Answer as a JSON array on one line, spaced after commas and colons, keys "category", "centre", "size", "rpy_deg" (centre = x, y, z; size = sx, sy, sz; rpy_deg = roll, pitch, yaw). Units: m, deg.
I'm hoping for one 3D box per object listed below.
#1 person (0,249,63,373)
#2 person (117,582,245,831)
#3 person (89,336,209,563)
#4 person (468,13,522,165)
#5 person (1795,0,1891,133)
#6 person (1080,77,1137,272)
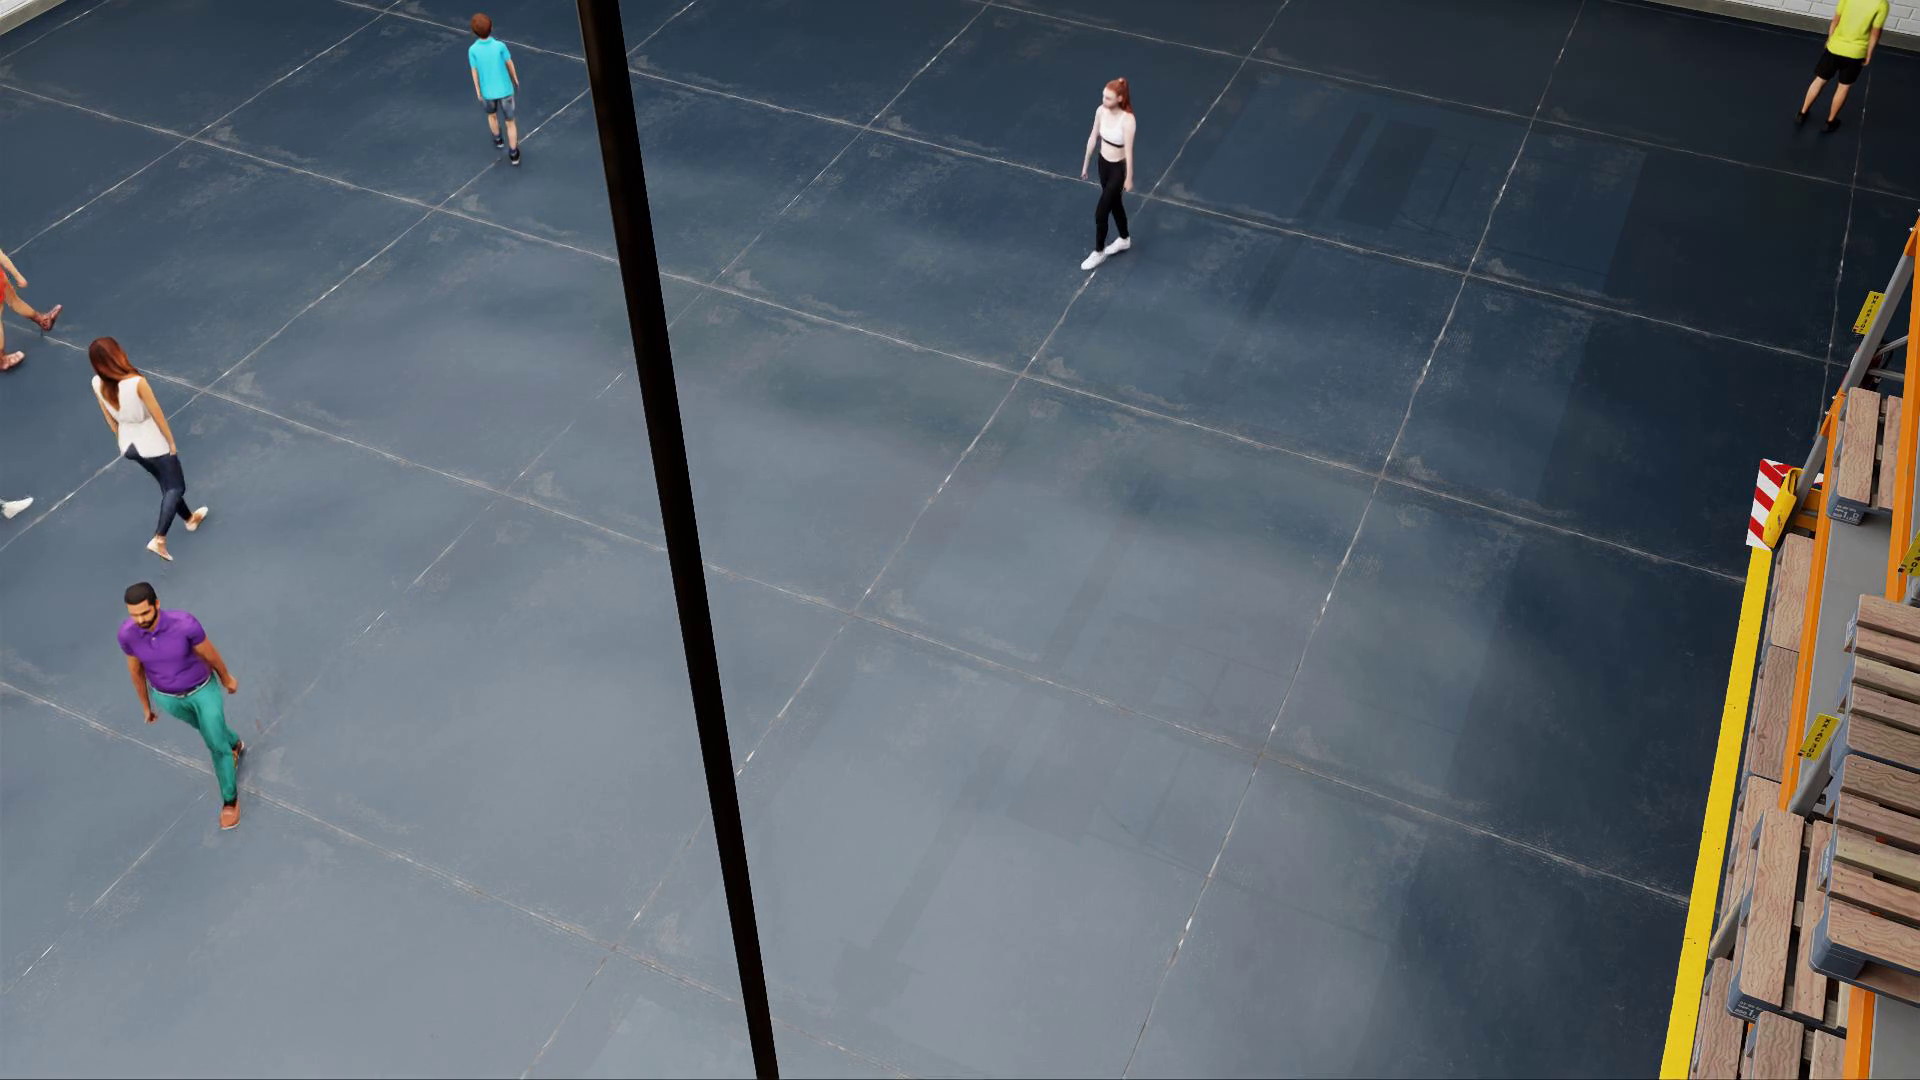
[{"category": "person", "centre": [-7.803, -2.065, 13.200], "size": [0.620, 1.684, 1.004], "rpy_deg": [17, 46, 17]}, {"category": "person", "centre": [-4.670, 0.845, 10.106], "size": [0.984, 1.738, 1.152], "rpy_deg": [-4, 44, -4]}, {"category": "person", "centre": [-5.719, -0.603, 11.609], "size": [0.758, 1.762, 1.015], "rpy_deg": [6, 44, 6]}, {"category": "person", "centre": [-4.355, -4.213, 15.643], "size": [0.788, 1.426, 0.897], "rpy_deg": [-5, 44, -6]}, {"category": "person", "centre": [8.562, -4.742, 16.035], "size": [0.678, 1.651, 0.638], "rpy_deg": [32, 52, 29]}, {"category": "person", "centre": [1.395, -3.204, 14.370], "size": [0.967, 1.720, 0.832], "rpy_deg": [-27, 50, -26]}]
